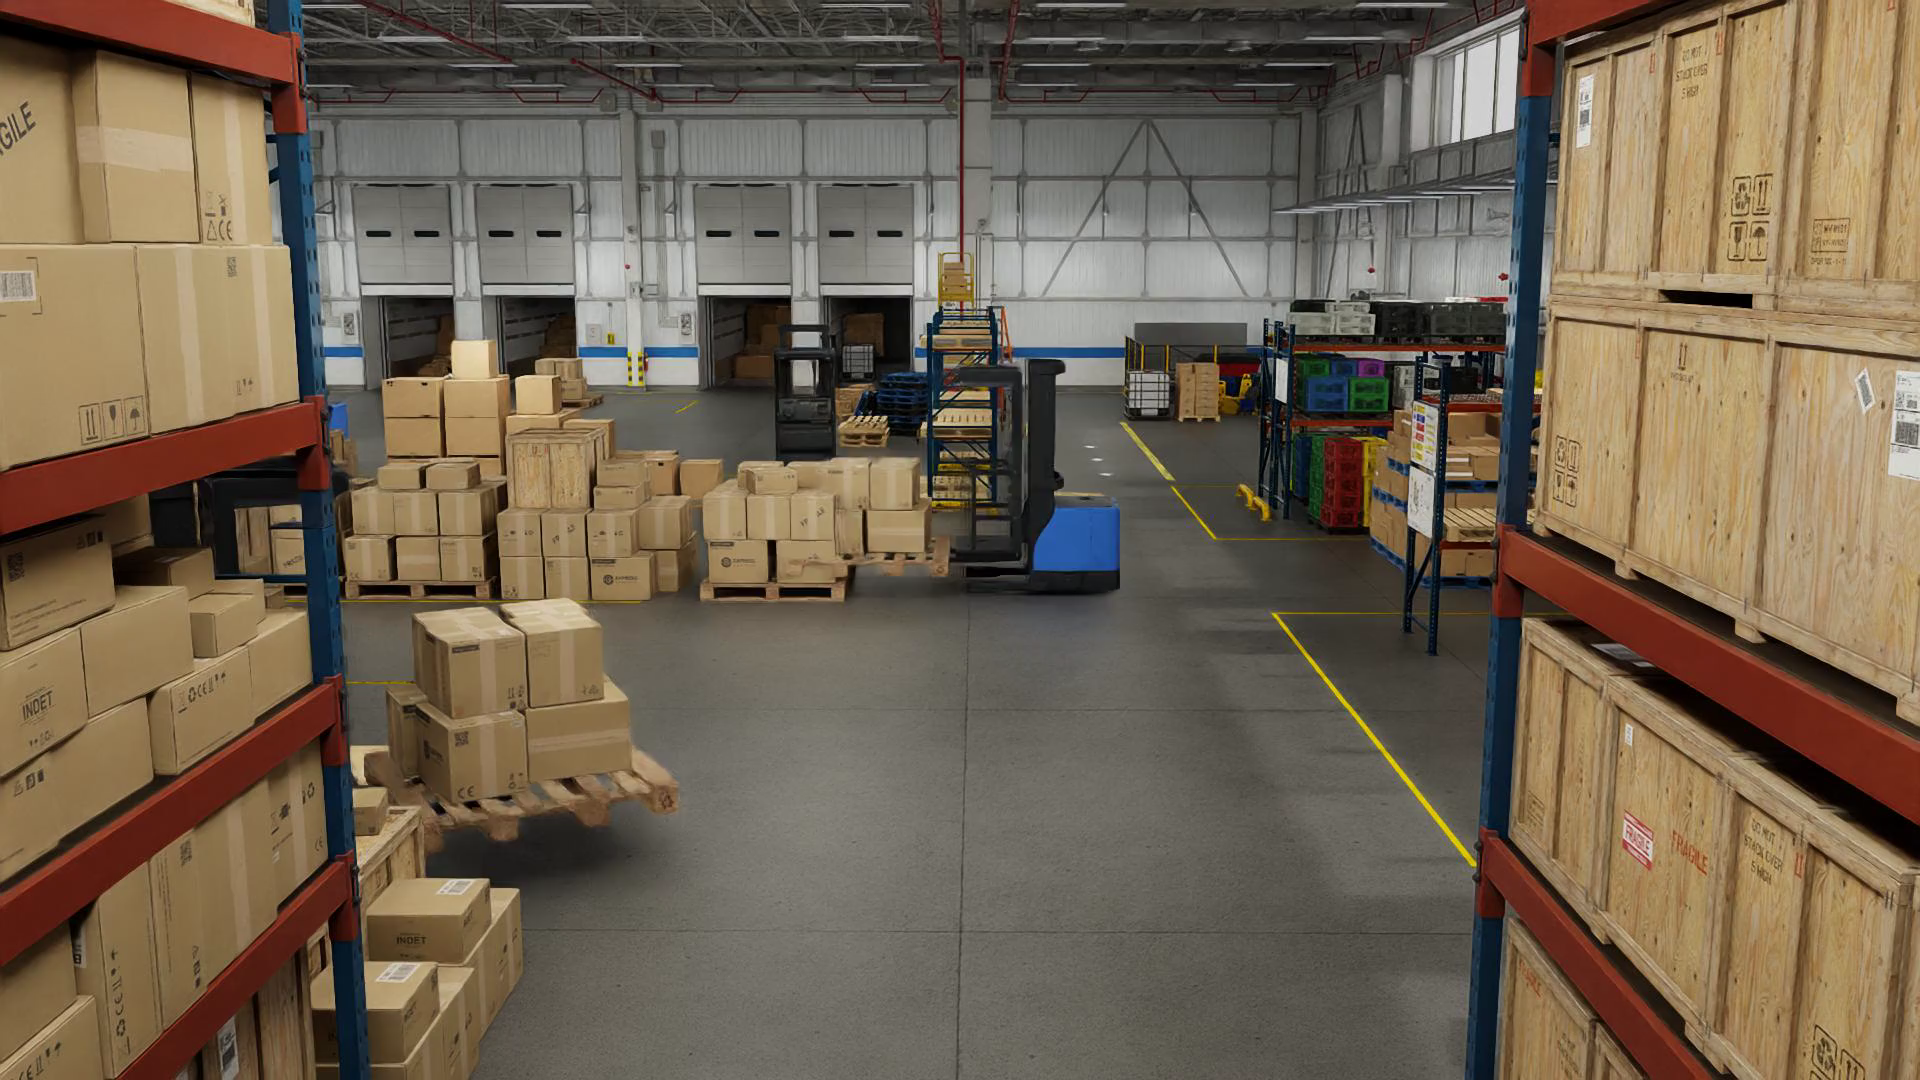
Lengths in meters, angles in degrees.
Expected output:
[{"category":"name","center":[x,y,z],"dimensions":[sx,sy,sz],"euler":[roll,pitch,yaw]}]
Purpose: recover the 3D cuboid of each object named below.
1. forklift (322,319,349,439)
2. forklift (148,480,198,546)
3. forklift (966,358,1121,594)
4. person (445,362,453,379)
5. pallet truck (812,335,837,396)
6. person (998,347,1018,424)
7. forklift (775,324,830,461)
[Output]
[{"category":"forklift","center":[-13.003,-2.989,32.947],"dimensions":[1.129,2.768,1.873],"euler":[0,10,1]},{"category":"forklift","center":[-4.898,0.928,10.347],"dimensions":[1.873,2.768,1.129],"euler":[-5,11,-29]},{"category":"forklift","center":[1.012,-0.806,20.353],"dimensions":[1.873,2.768,1.129],"euler":[0,10,1]},{"category":"person","center":[-11.549,-3.229,37.909],"dimensions":[0.307,1.641,0.514],"euler":[4,11,23]},{"category":"pallet truck","center":[-3.021,-4.312,43.126],"dimensions":[1.885,1.965,0.823],"euler":[3,10,17]},{"category":"person","center":[1.171,-3.751,40.232],"dimensions":[0.557,1.887,1.009],"euler":[-3,10,-16]},{"category":"forklift","center":[-2.831,-2.538,30.347],"dimensions":[1.129,2.768,1.873],"euler":[-1,10,-6]}]
